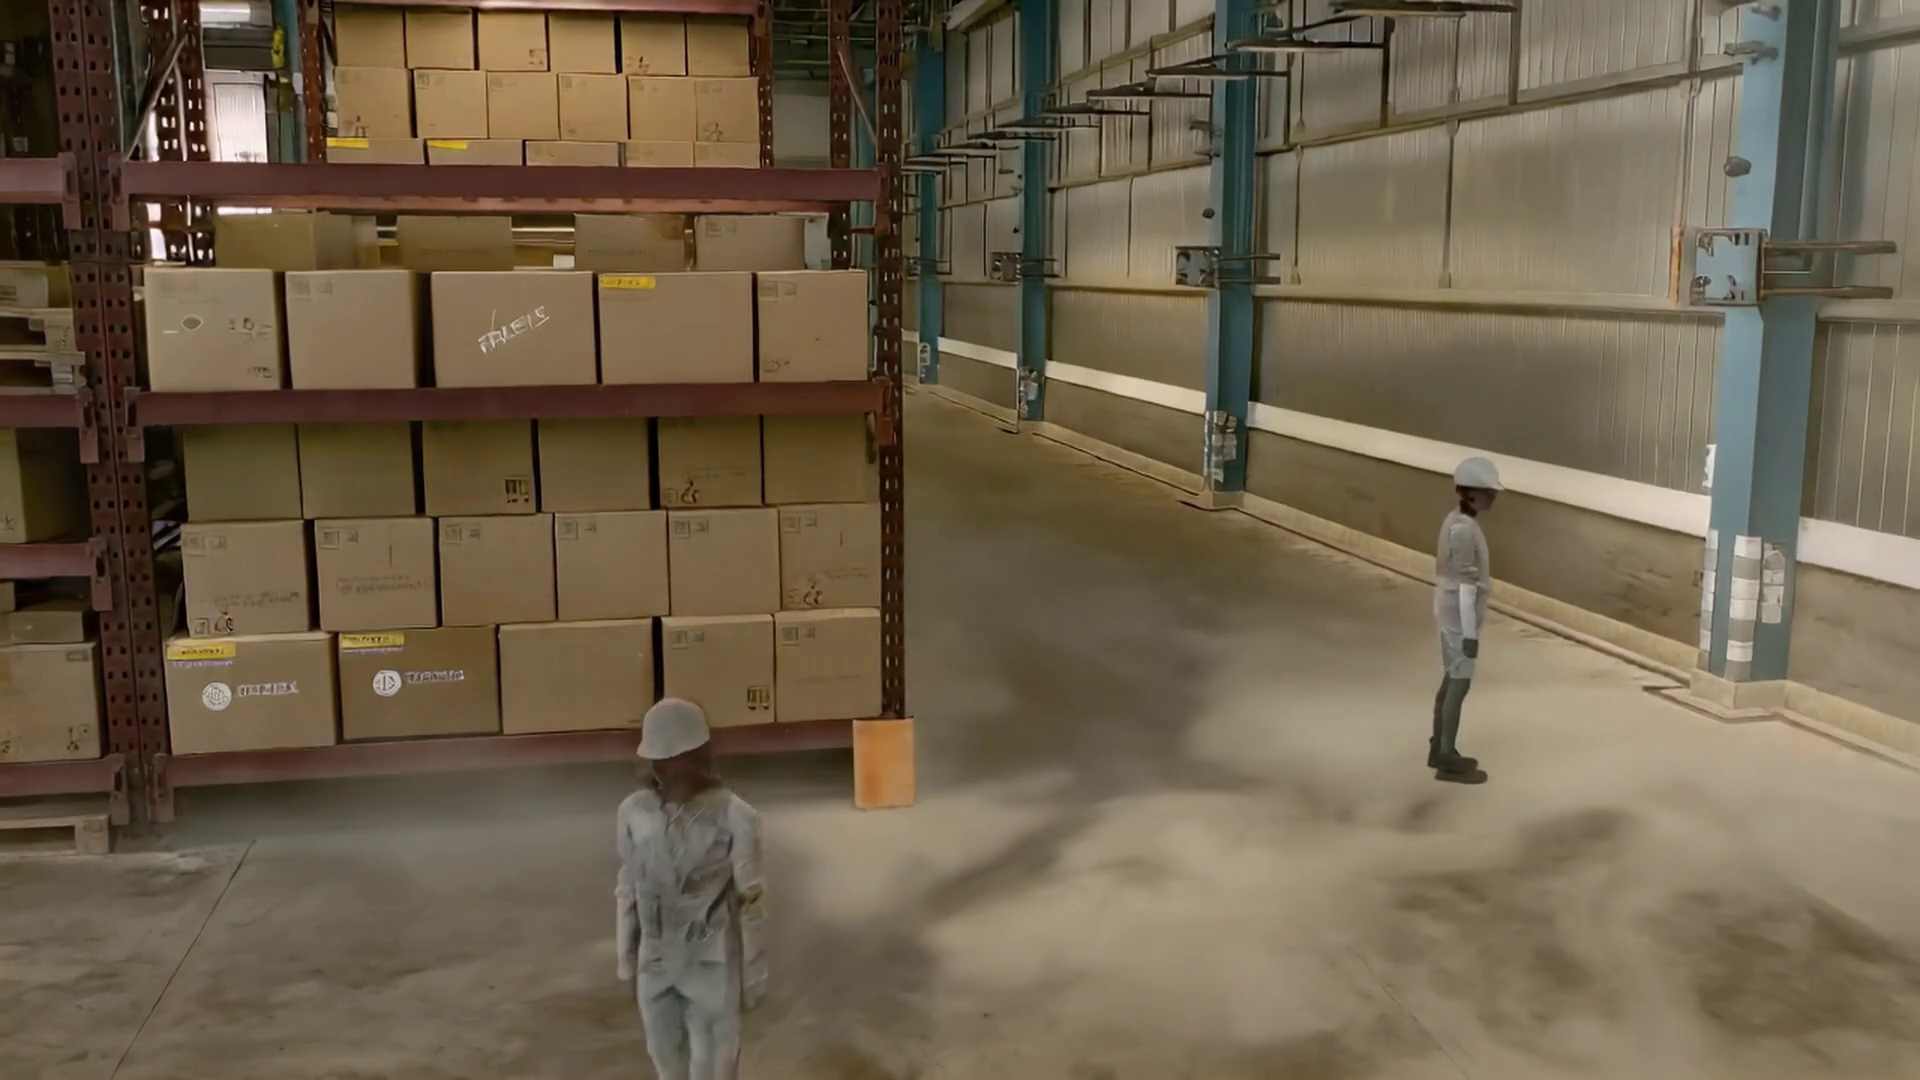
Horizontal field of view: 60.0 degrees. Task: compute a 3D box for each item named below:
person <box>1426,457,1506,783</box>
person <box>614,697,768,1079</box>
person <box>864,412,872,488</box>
[{"bbox_3d":[2.997,0.470,9.846,0.381,1.930,0.541,1,9,9],"label":"person"},{"bbox_3d":[-0.841,1.326,5.213,0.484,1.735,0.400,4,10,21],"label":"person"},{"bbox_3d":[-1.354,-1.150,20.062,0.601,1.807,0.690,0,9,-3],"label":"person"}]
